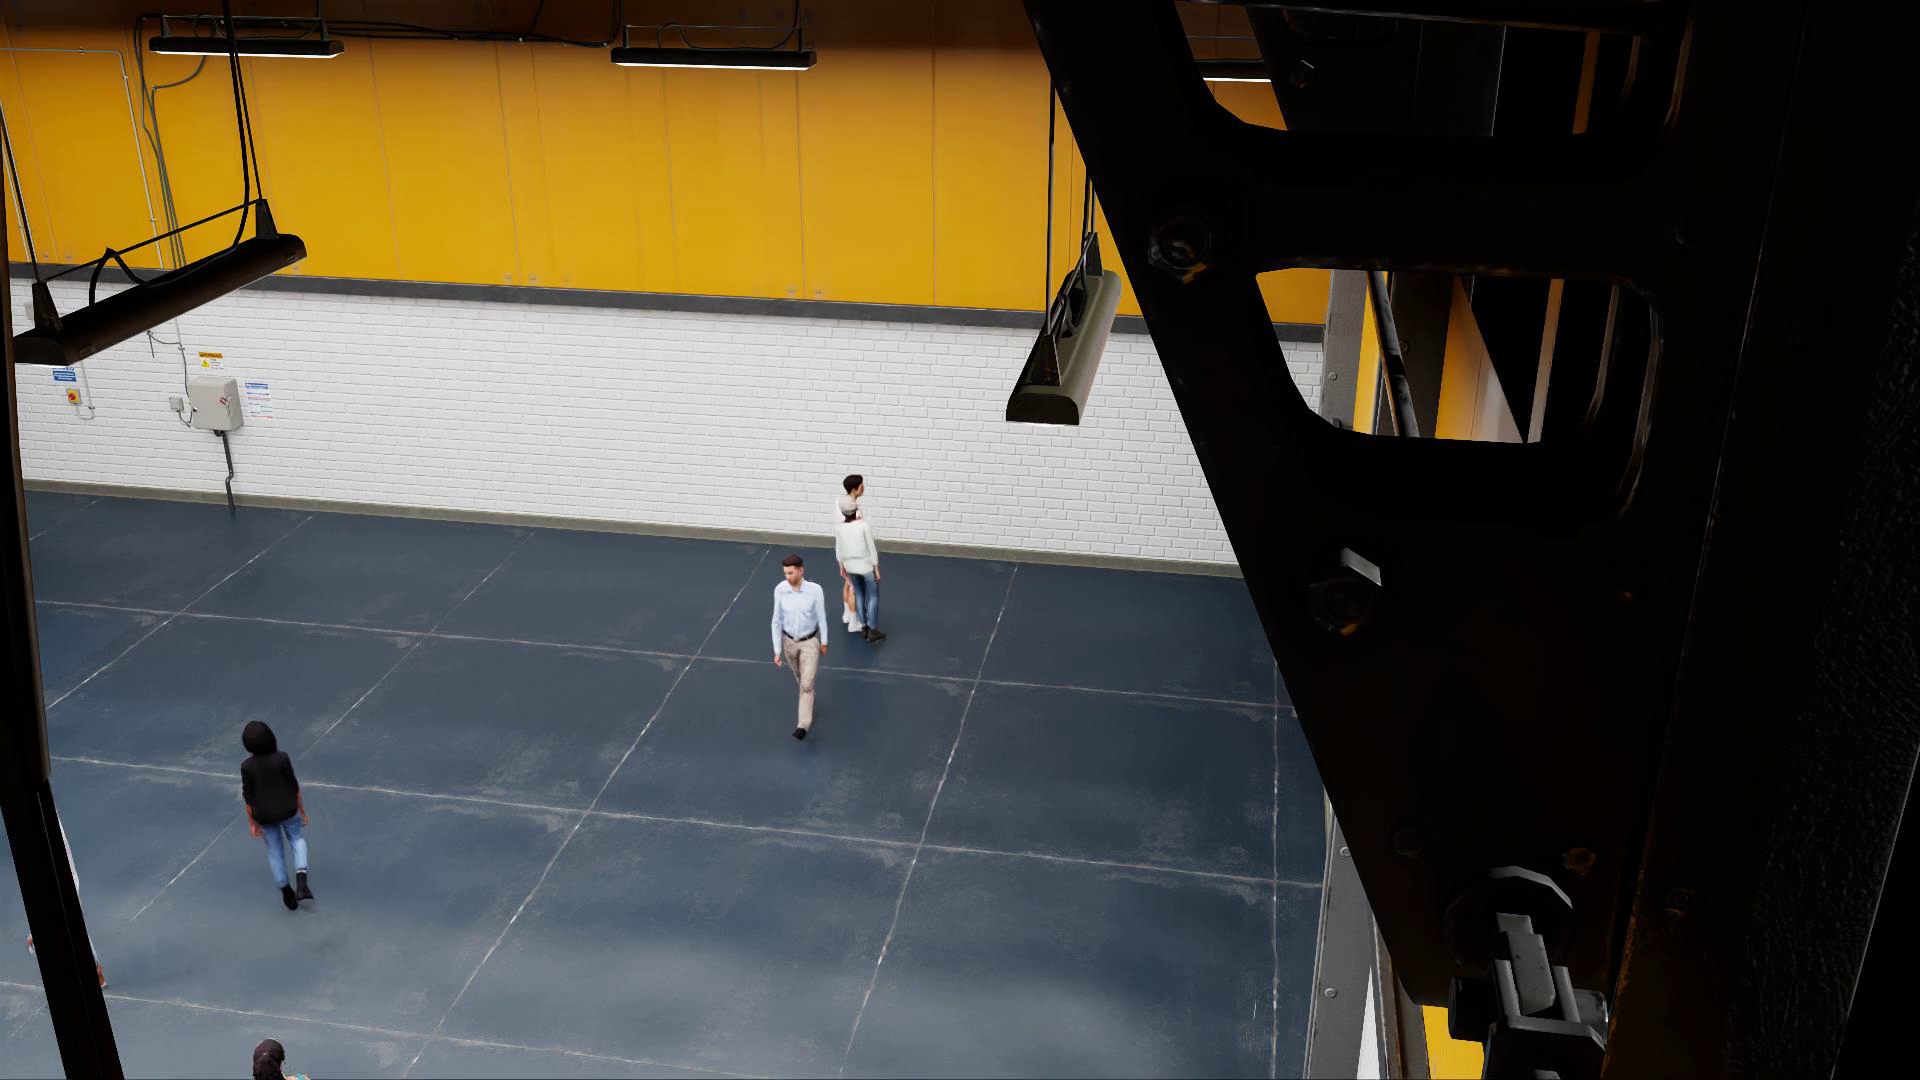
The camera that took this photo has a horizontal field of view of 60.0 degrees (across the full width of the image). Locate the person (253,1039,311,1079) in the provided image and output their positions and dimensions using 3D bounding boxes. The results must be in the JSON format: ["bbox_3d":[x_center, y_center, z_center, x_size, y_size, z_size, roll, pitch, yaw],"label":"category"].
[{"bbox_3d":[-3.913,3.675,9.729,0.858,1.671,0.979,-11,26,-24],"label":"person"}]

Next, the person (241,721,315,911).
[{"bbox_3d":[-5.349,2.212,13.061,0.748,1.683,0.807,-11,26,-23],"label":"person"}]

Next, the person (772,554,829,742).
[{"bbox_3d":[-1.506,0.952,15.816,0.673,1.785,1.234,3,24,6],"label":"person"}]

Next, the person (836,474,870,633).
[{"bbox_3d":[-1.184,0.138,17.680,0.838,1.783,0.738,-9,25,-19],"label":"person"}]

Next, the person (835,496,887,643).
[{"bbox_3d":[-1.042,0.313,17.489,0.731,1.616,0.661,15,28,30],"label":"person"}]

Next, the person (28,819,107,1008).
[{"bbox_3d":[-6.509,2.543,12.127,0.883,1.824,0.800,-12,26,-26],"label":"person"}]
